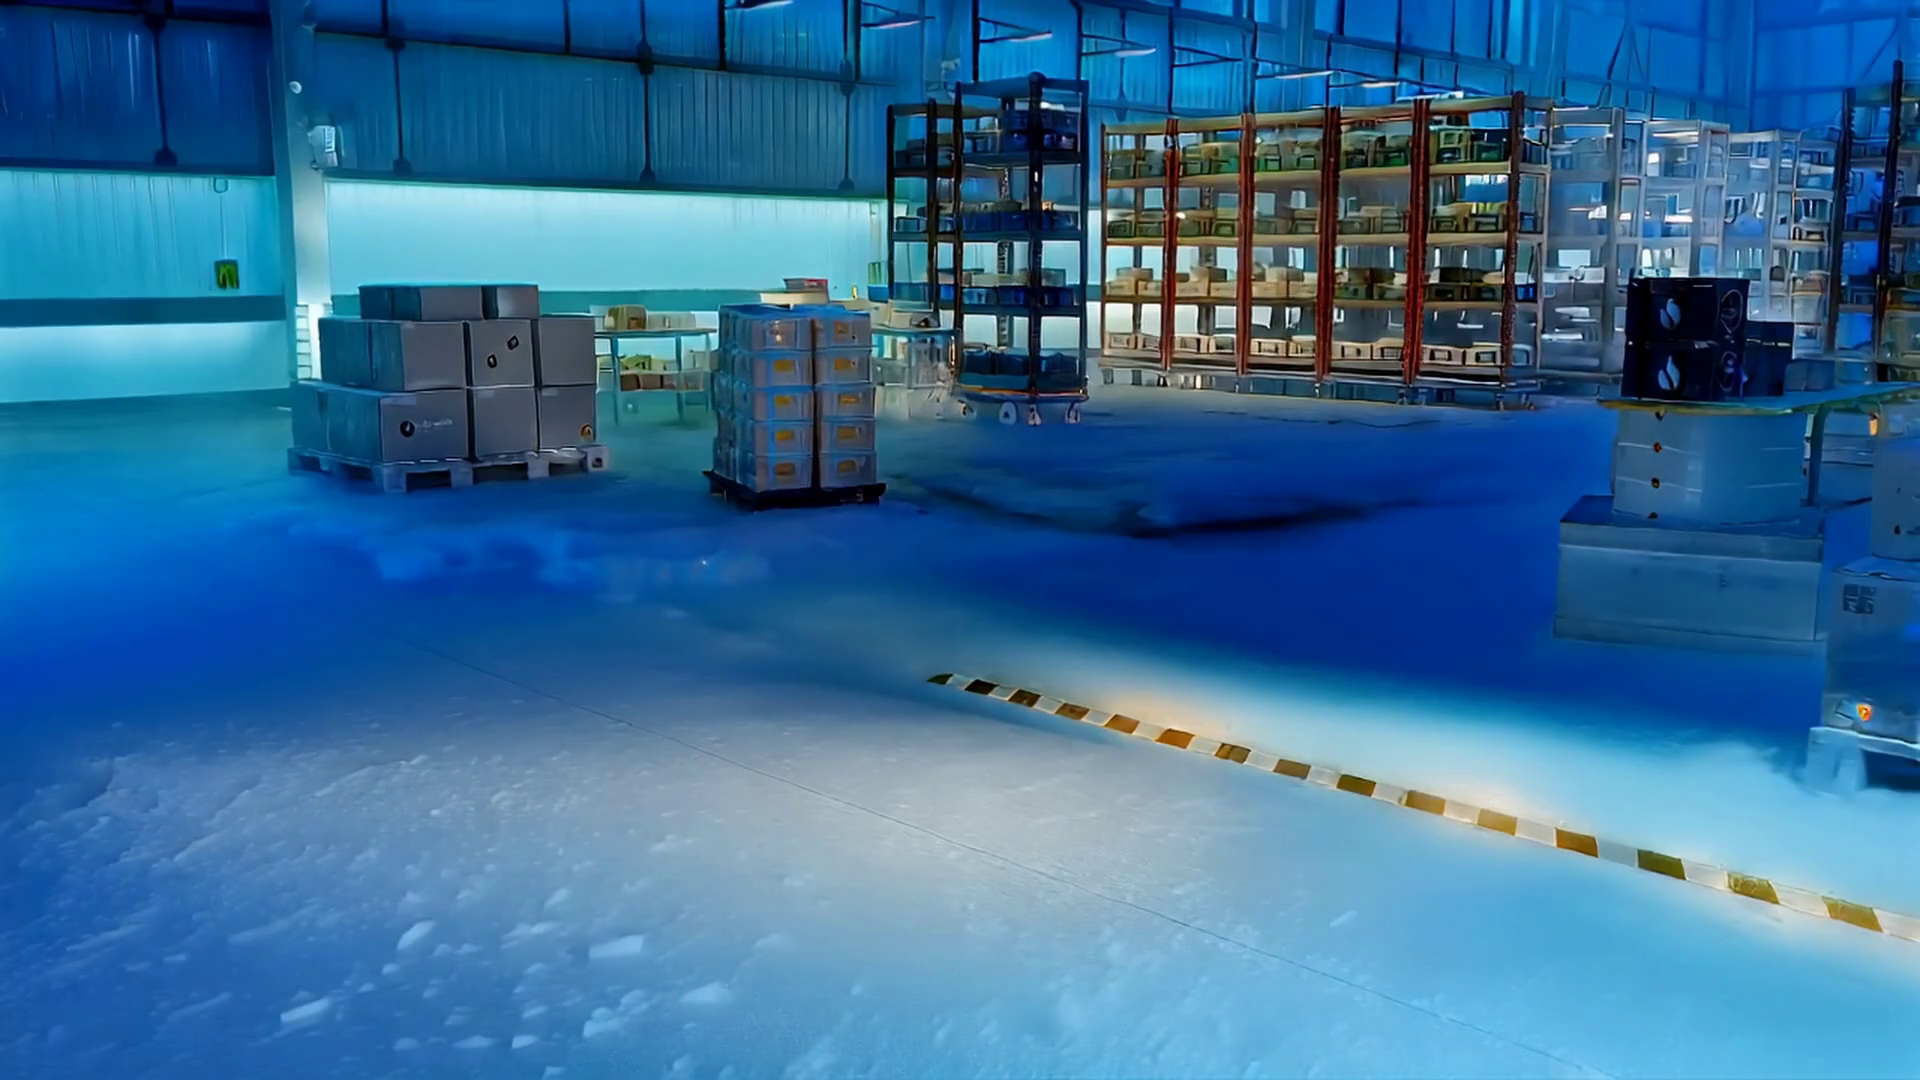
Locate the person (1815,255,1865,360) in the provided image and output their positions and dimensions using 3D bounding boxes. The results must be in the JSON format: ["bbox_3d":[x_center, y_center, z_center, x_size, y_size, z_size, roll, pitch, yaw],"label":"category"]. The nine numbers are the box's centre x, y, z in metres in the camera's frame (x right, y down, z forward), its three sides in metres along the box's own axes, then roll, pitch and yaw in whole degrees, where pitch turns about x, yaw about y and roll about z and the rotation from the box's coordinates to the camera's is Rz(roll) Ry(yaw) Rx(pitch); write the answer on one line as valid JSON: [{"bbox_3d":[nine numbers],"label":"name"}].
[{"bbox_3d":[12.091,-2.989,22.802,0.576,1.811,0.496,8,13,41],"label":"person"}]
